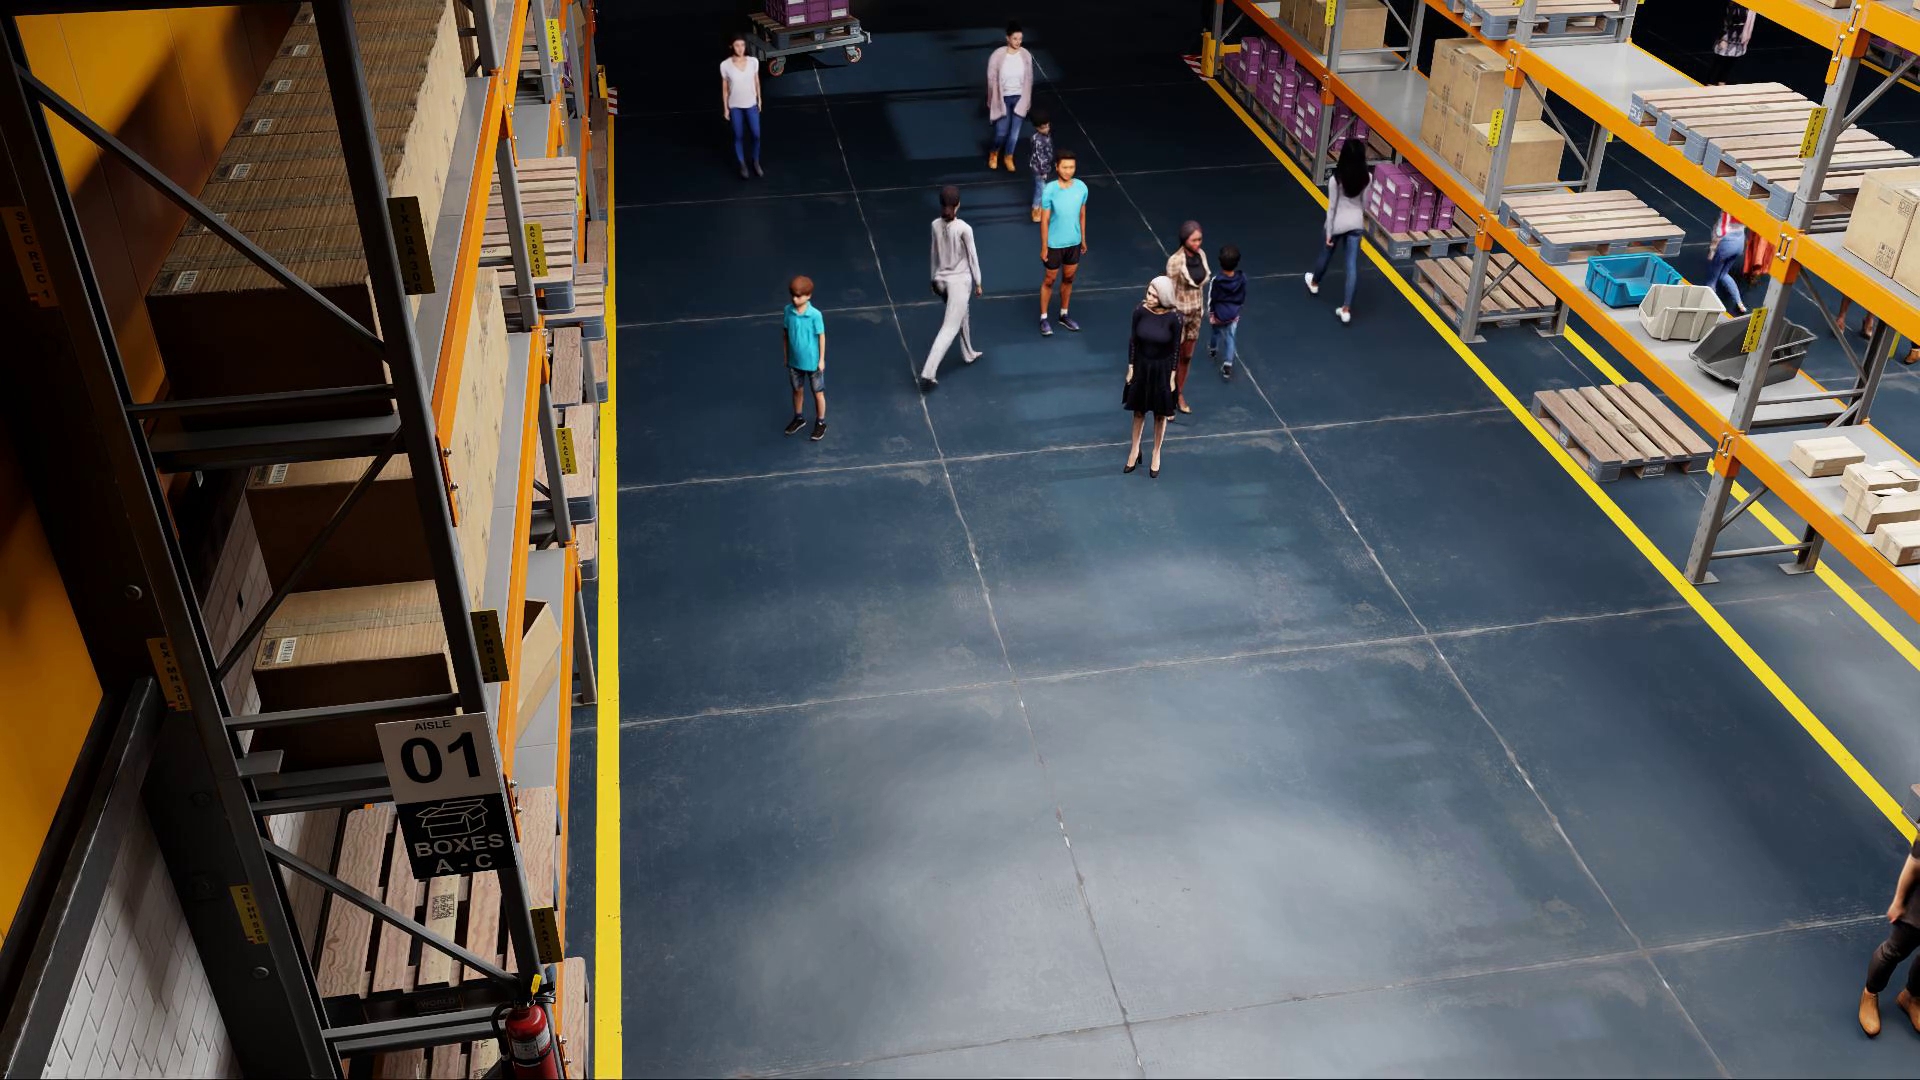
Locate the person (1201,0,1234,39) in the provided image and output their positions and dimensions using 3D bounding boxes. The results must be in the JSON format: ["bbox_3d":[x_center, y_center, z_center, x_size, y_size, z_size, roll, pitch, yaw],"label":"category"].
[{"bbox_3d":[3.609,-7.974,23.174,0.743,1.850,0.795,20,39,27],"label":"person"}]

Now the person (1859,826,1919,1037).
[{"bbox_3d":[5.028,1.843,8.523,0.675,1.719,0.633,2,34,4],"label":"person"}]

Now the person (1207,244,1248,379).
[{"bbox_3d":[2.389,-2.021,14.815,0.585,1.189,0.858,-1,34,-2],"label":"person"}]

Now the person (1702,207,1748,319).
[{"bbox_3d":[7.212,-2.703,15.470,0.754,1.601,0.879,-18,38,-25],"label":"person"}]

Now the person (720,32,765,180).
[{"bbox_3d":[-2.466,-4.875,18.676,0.650,1.670,0.640,-9,35,-14],"label":"person"}]

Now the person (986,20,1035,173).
[{"bbox_3d":[0.522,-5.053,18.888,0.750,1.731,0.736,-8,34,-12],"label":"person"}]

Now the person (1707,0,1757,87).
[{"bbox_3d":[9.687,-6.309,20.862,0.714,1.638,0.729,-18,37,-25],"label":"person"}]

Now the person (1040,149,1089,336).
[{"bbox_3d":[0.942,-2.765,15.407,0.663,1.774,0.582,-13,36,-19],"label":"person"}]

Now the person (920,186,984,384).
[{"bbox_3d":[-0.105,-2.194,14.587,1.088,1.731,1.112,25,41,33],"label":"person"}]

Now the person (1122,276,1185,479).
[{"bbox_3d":[1.530,-1.303,13.232,0.700,1.747,0.729,13,36,18],"label":"person"}]

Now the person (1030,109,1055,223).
[{"bbox_3d":[0.870,-4.059,17.836,0.752,1.240,0.582,2,34,3],"label":"person"}]

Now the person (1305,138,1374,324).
[{"bbox_3d":[3.654,-2.872,15.641,0.611,1.693,1.100,-5,34,-7],"label":"person"}]

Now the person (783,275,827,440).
[{"bbox_3d":[-1.287,-1.538,13.855,0.592,1.449,0.616,13,36,19],"label":"person"}]

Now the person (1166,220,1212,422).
[{"bbox_3d":[1.877,-1.857,14.024,0.671,1.793,0.683,-22,40,-30],"label":"person"}]
